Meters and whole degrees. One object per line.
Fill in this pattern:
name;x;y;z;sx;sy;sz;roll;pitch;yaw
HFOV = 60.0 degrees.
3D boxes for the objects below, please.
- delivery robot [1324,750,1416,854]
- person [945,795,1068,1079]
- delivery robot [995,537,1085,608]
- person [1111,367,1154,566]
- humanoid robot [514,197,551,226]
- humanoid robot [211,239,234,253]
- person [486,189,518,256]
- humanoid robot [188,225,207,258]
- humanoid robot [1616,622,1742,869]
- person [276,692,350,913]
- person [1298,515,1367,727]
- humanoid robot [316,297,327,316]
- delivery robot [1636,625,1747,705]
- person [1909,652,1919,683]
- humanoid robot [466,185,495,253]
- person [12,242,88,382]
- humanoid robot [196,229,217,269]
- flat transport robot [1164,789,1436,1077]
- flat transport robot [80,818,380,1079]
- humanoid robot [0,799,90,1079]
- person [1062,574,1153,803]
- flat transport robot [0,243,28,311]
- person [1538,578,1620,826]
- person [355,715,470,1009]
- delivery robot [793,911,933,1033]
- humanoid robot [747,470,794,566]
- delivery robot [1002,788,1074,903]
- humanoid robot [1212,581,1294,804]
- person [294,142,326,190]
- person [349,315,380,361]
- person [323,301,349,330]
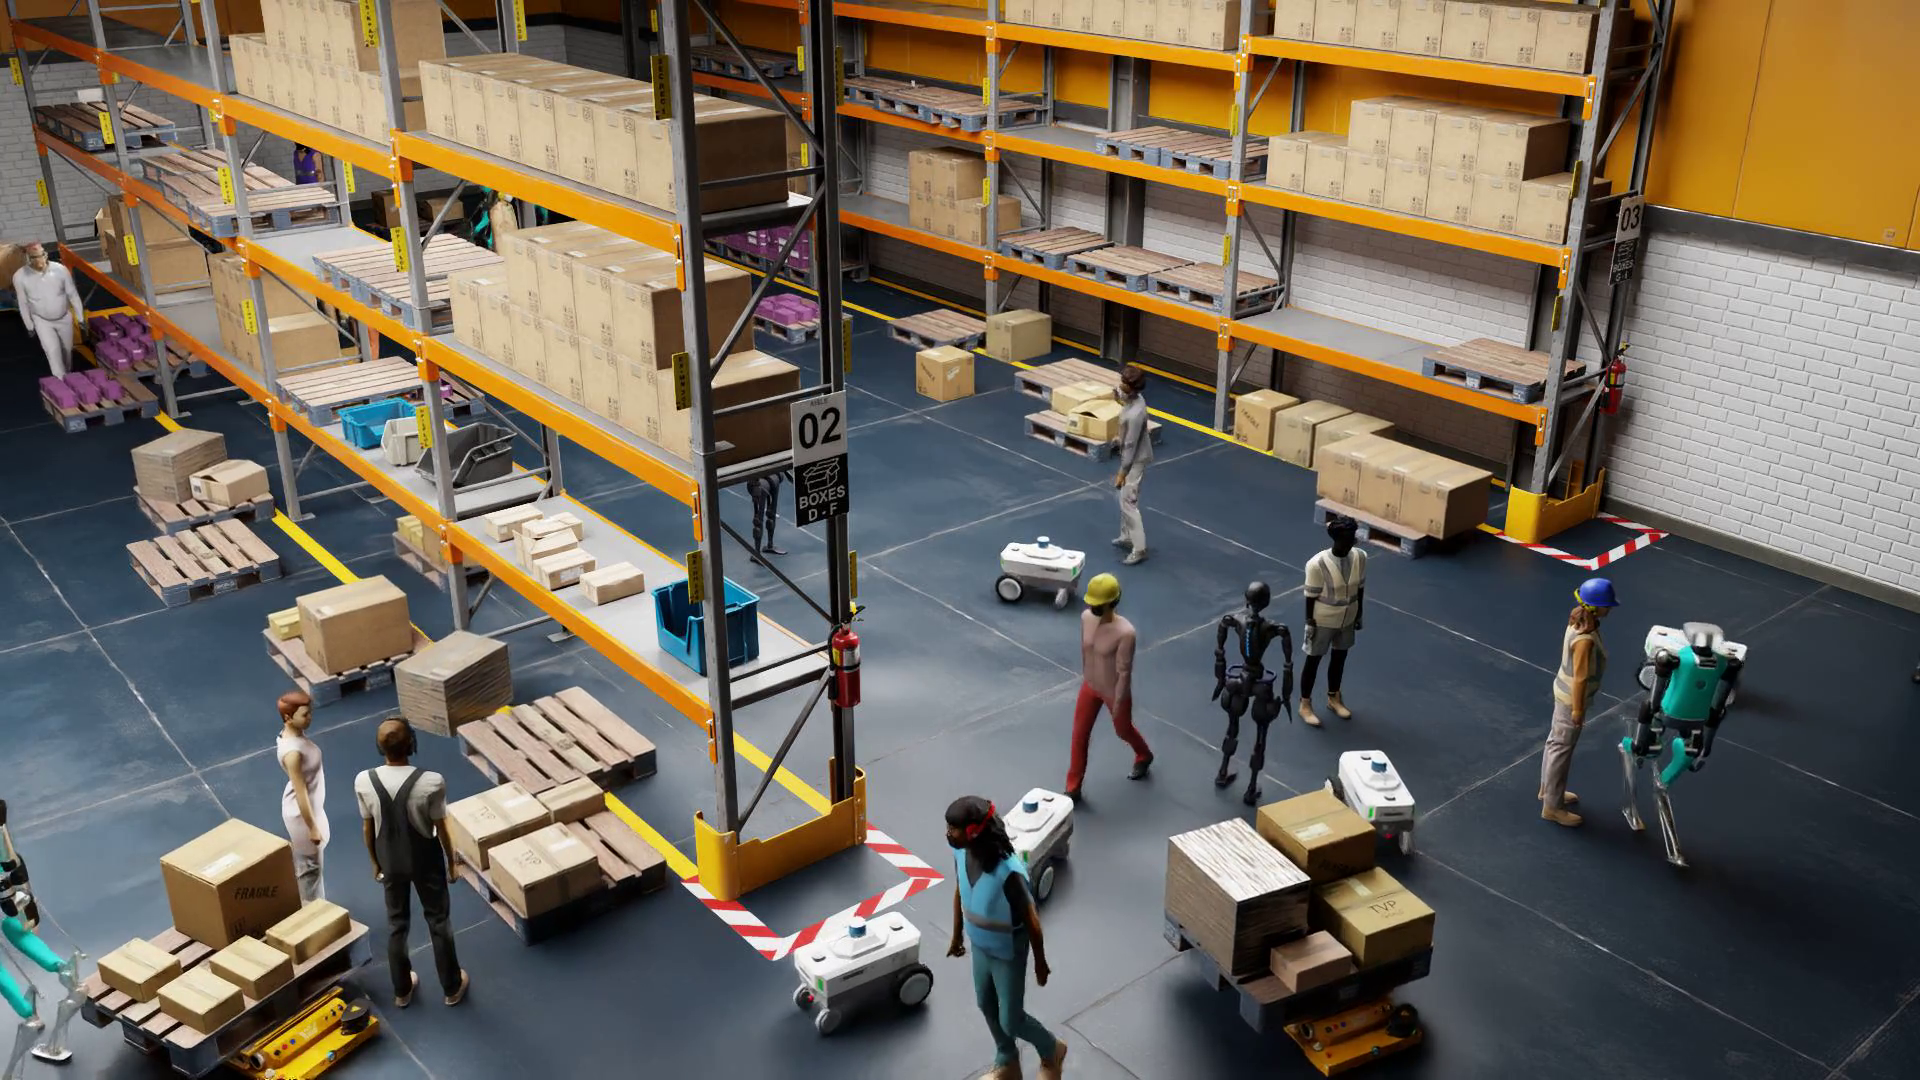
delivery robot;2.809;1.740;11.276;0.499;0.612;0.815;-2;23;-4
person;0.232;2.130;8.733;0.600;1.836;0.580;-18;29;-36
delivery robot;0.693;0.270;14.681;0.784;0.613;0.519;8;25;17
person;1.596;-0.707;15.255;0.372;1.881;0.670;3;24;7
humanoid robot;-6.764;-5.526;26.455;0.540;1.698;0.724;6;24;14
humanoid robot;-10.217;-4.034;23.199;0.319;1.648;0.611;2;23;4
person;-6.254;-3.999;22.892;0.390;1.869;0.559;3;24;7
humanoid robot;-11.820;-4.965;25.361;0.613;1.640;0.506;6;24;14
humanoid robot;4.612;1.275;10.865;0.577;1.738;1.054;-1;23;-1
person;-3.924;1.665;10.034;0.286;1.656;0.450;-9;25;-20
person;2.795;0.593;12.478;0.535;1.692;0.319;-10;25;-22
humanoid robot;-8.928;-3.791;22.604;0.945;1.784;0.567;4;24;9
delivery robot;5.765;0.930;13.110;0.753;0.579;0.499;14;27;30
person;7.807;0.259;12.960;0.547;1.926;0.379;14;27;30
humanoid robot;-7.217;-4.891;25.147;0.531;1.762;0.985;12;26;26
person;-10.756;-2.631;19.721;0.651;1.868;0.932;-17;29;-35
humanoid robot;-10.416;-3.955;23.039;0.616;1.638;0.368;-14;27;-28
flat transport robot;1.980;2.548;9.744;0.659;0.231;1.431;-11;26;-24
flat transport robot;-4.059;2.669;9.463;1.431;0.231;0.659;13;27;28
humanoid robot;-5.009;2.125;8.855;0.677;1.783;0.537;8;25;18
person;1.042;0.992;11.503;0.512;1.724;0.882;21;31;40
flat transport robot;-13.343;-3.381;23.474;1.431;0.231;0.659;-10;25;-22
person;4.184;1.067;11.267;0.324;1.778;0.466;7;24;16
person;-3.105;1.831;9.435;0.501;1.836;0.342;0;23;0
delivery robot;-0.567;2.453;9.621;0.805;0.609;0.499;-15;27;-30
humanoid robot;-1.761;-0.607;15.256;0.315;1.657;0.599;11;26;25
delivery robot;0.429;1.956;10.778;0.514;0.614;0.786;13;26;27
humanoid robot;2.017;1.031;11.468;0.589;1.650;0.356;11;26;24
person;-10.374;-5.639;26.620;0.555;1.920;0.427;9;25;21
person;-7.156;-2.689;19.993;0.507;1.757;0.332;12;26;26
person;-8.407;-3.604;22.149;0.585;1.721;0.378;-10;25;-23
